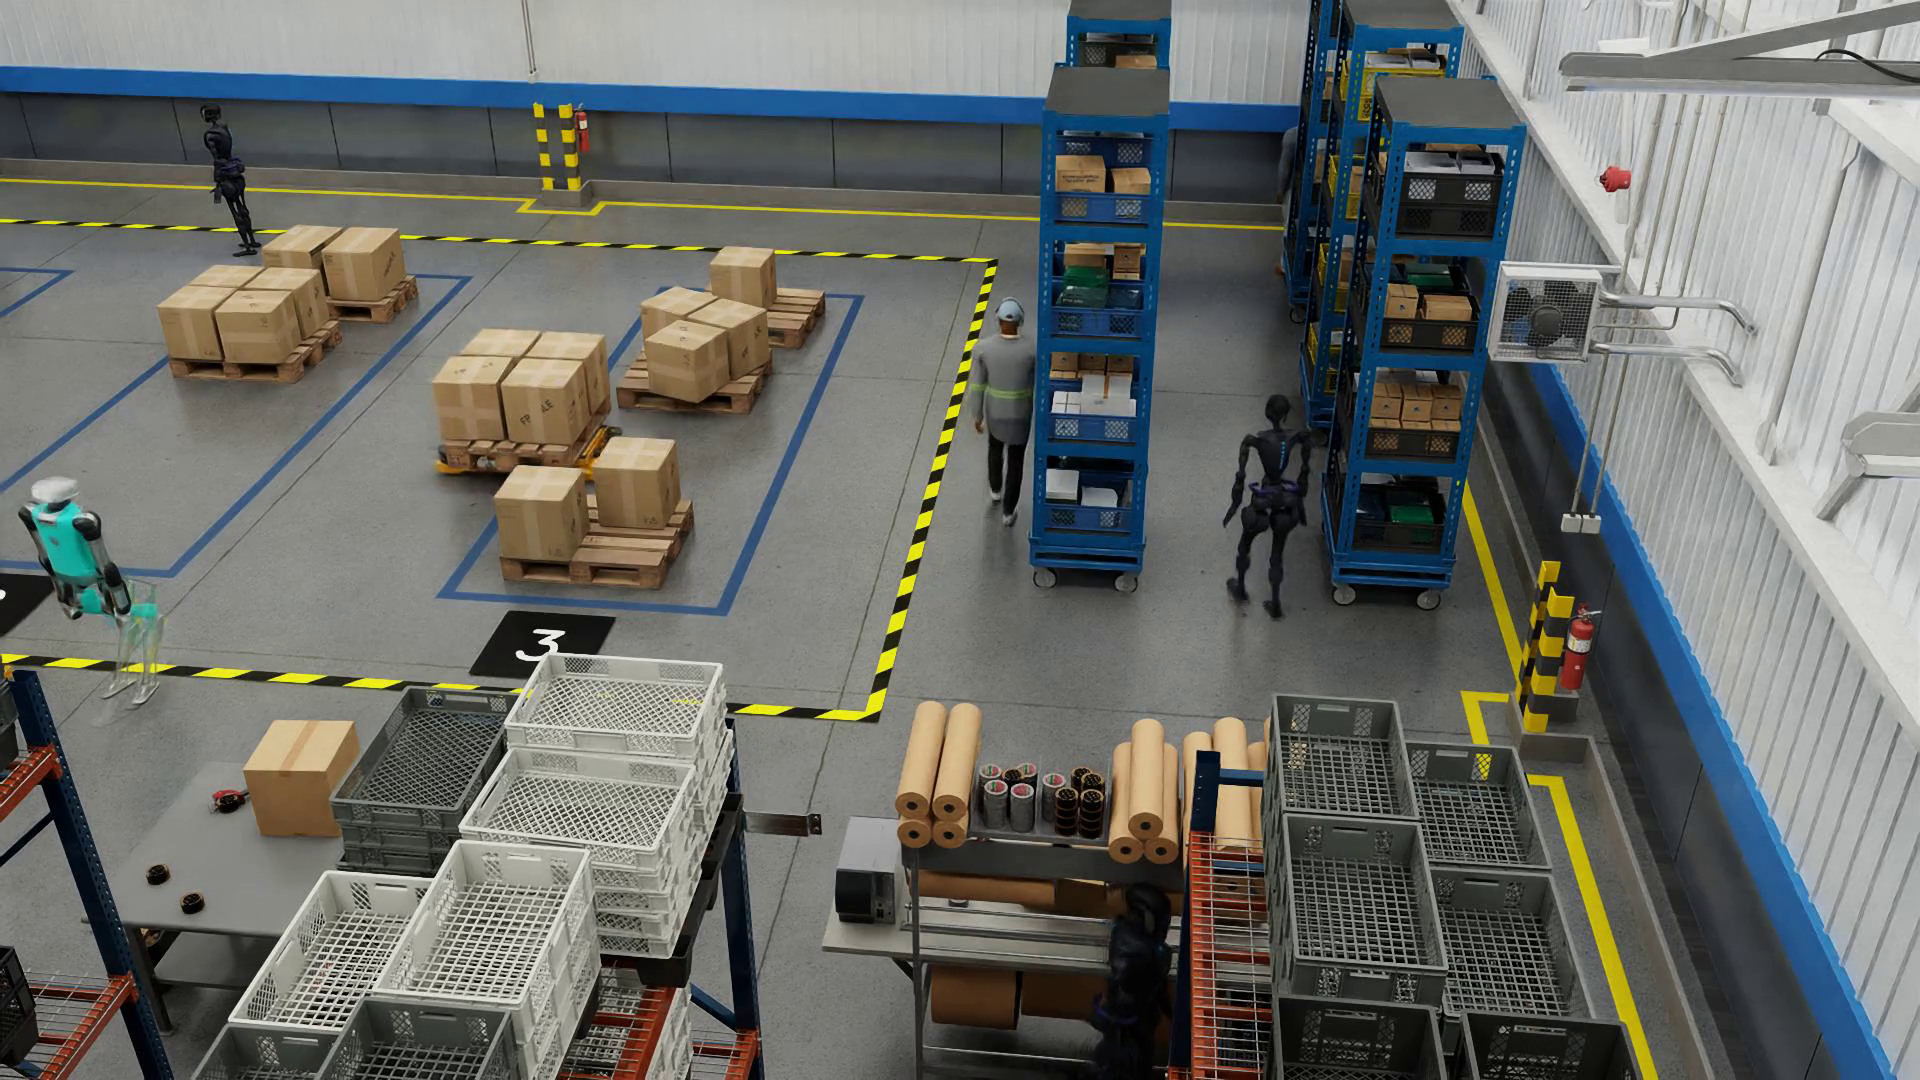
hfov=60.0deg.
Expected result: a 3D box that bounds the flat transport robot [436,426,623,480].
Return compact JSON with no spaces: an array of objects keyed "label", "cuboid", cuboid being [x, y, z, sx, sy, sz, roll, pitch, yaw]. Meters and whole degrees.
[{"label":"flat transport robot","cuboid":[-3.592,-0.766,13.962,1.431,0.197,0.652,3,30,6]}]

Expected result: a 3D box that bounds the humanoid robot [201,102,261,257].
[{"label":"humanoid robot","cuboid":[-7.906,-3.900,17.961,0.315,1.654,0.599,-2,30,-4]}]

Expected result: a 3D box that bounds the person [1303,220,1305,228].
[{"label":"person","cuboid":[3.674,-3.770,17.463,0.362,1.963,0.612,8,31,14]}]

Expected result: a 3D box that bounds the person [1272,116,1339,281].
[{"label":"person","cuboid":[3.590,-3.660,17.316,0.626,1.932,0.367,-10,32,-16]}]

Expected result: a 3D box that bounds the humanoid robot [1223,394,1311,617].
[{"label":"humanoid robot","cuboid":[2.174,-0.258,11.733,0.601,1.639,0.538,-6,31,-11]}]

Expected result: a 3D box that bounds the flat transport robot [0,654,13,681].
[{"label":"flat transport robot","cuboid":[-7.142,0.969,11.010,1.431,0.231,0.659,3,30,6]}]

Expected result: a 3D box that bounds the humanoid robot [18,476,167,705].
[{"label":"humanoid robot","cuboid":[-5.429,0.254,10.644,0.533,1.677,0.735,8,31,14]}]

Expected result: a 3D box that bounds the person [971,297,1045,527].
[{"label":"person","cuboid":[0.404,-1.047,12.920,0.595,1.831,0.738,5,31,9]}]

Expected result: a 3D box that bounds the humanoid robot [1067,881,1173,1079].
[{"label":"humanoid robot","cuboid":[0.711,2.170,7.555,0.536,1.635,0.610,17,34,27]}]
